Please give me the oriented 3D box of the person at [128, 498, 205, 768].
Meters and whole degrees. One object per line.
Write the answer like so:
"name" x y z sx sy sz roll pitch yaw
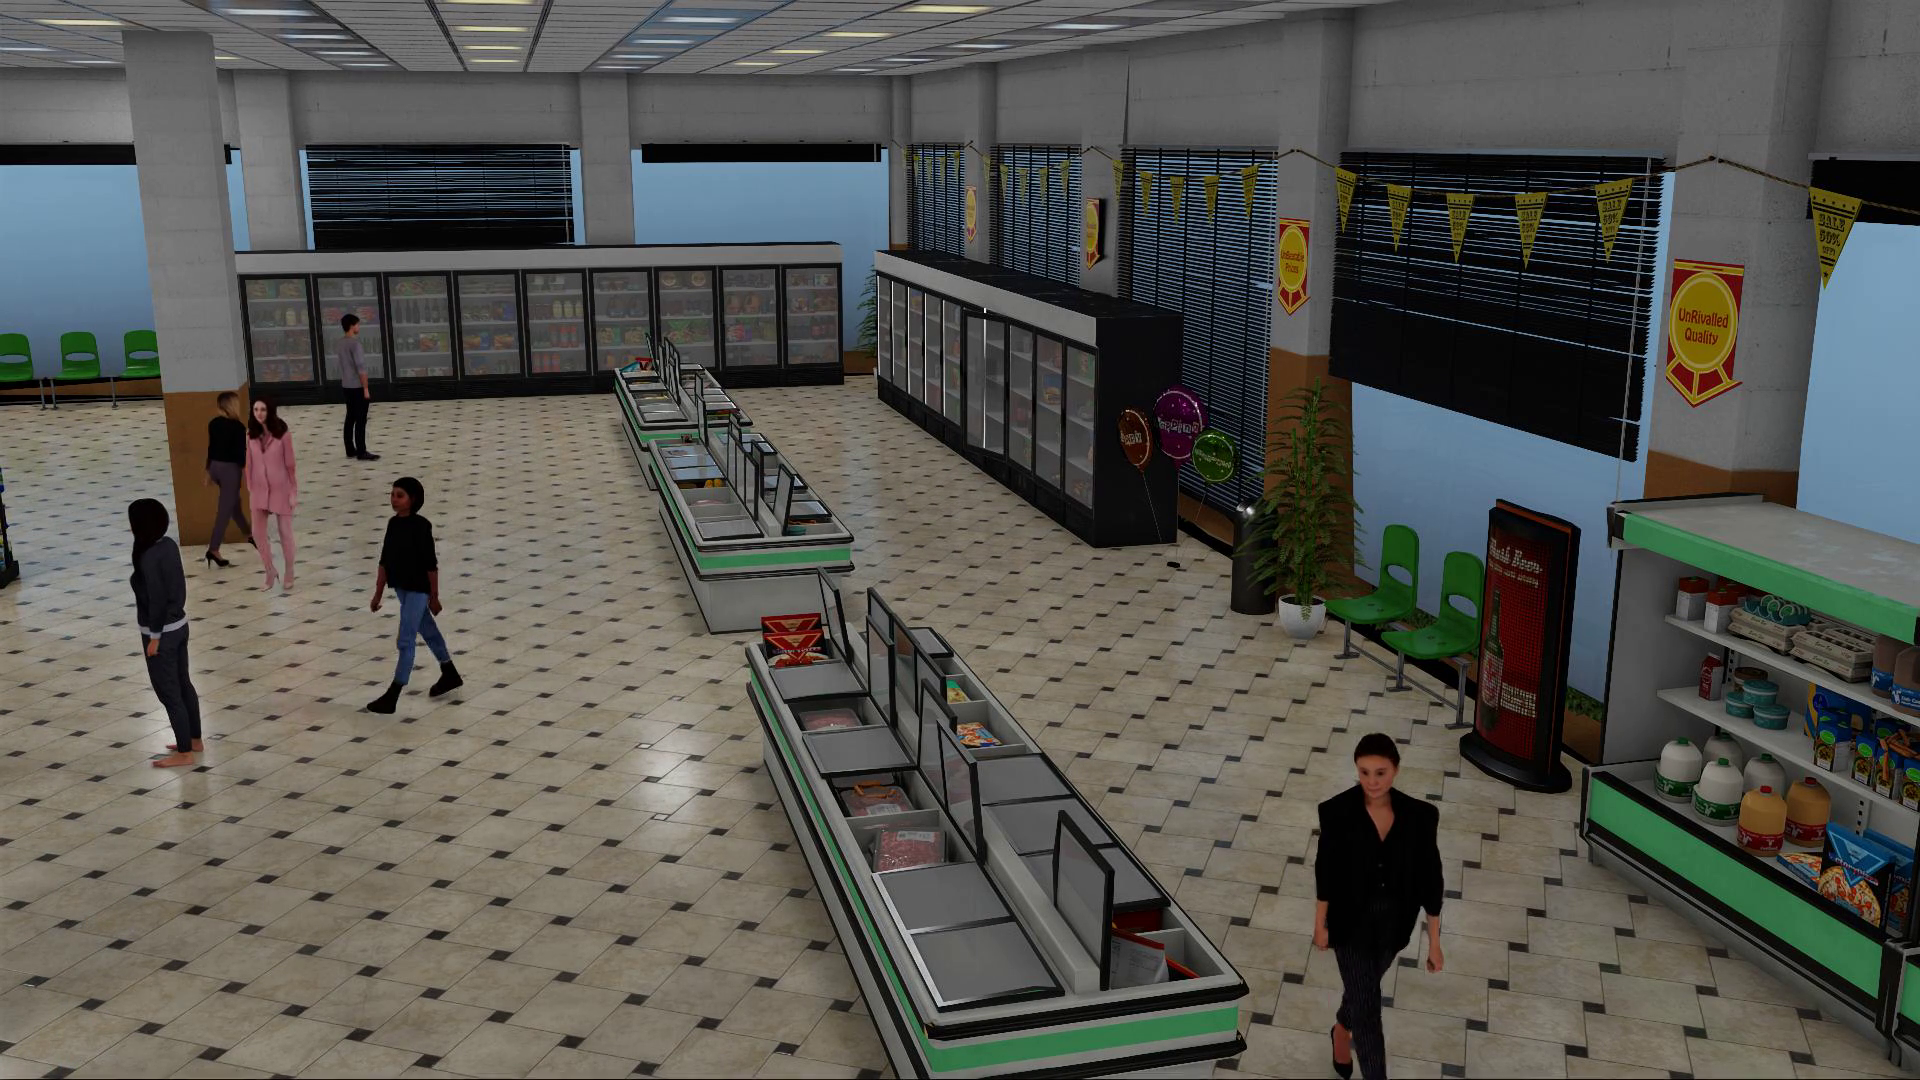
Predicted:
"person" -5.167 0.585 10.822 0.699 1.770 0.488 -2 14 -8

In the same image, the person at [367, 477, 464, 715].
"person" -3.842 0.383 11.889 1.094 1.661 1.142 8 16 31

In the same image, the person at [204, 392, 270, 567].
"person" -7.028 -0.549 15.803 1.011 1.626 1.084 7 15 27

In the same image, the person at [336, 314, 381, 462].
"person" -7.683 -1.941 21.082 0.670 1.842 0.791 12 18 40

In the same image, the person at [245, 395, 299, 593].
"person" -6.149 -0.431 14.986 0.699 1.783 0.728 -1 14 -4

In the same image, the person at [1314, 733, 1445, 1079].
"person" 1.697 1.577 6.949 0.807 1.668 1.177 0 14 -1
